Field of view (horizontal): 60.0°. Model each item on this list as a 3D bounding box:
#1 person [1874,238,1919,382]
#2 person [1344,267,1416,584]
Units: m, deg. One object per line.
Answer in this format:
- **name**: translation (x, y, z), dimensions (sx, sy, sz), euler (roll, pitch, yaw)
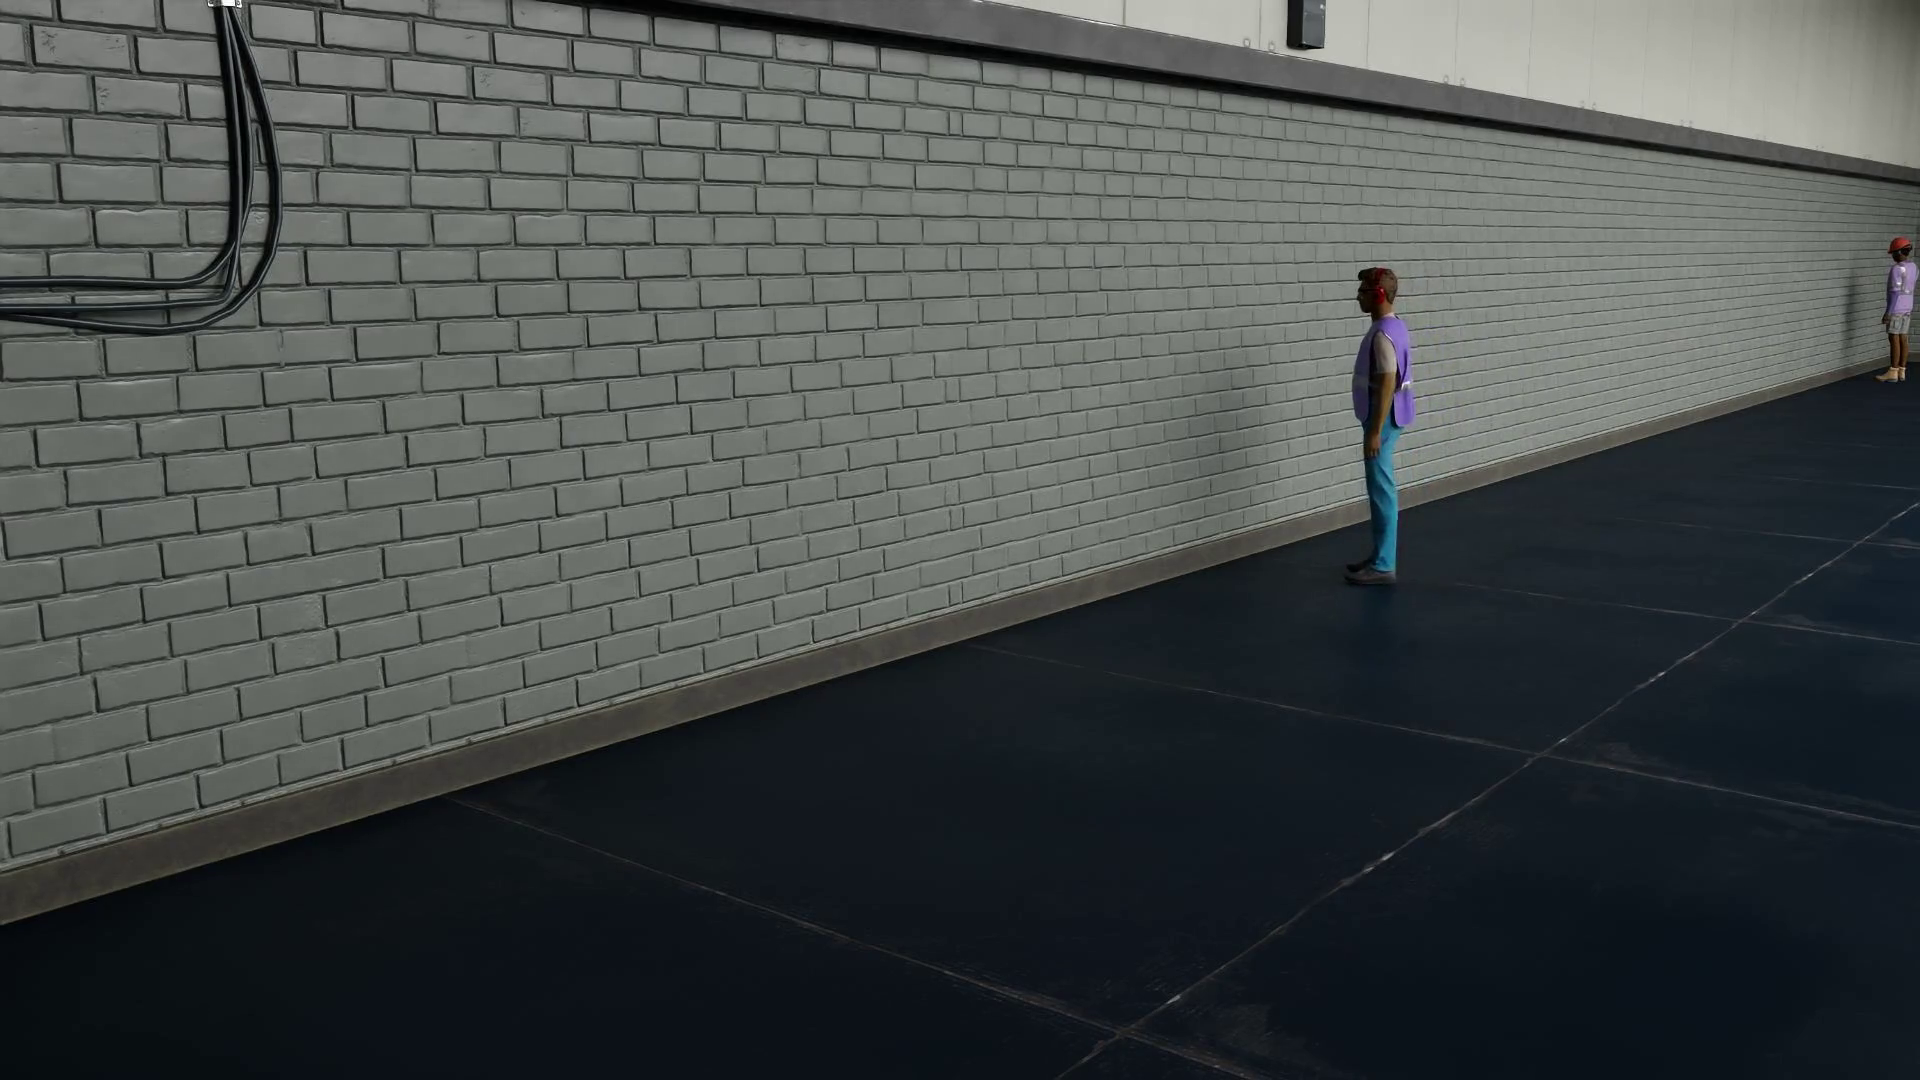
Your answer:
- **person**: translation (13.326, -3.274, 23.675), dimensions (0.605, 2.033, 0.392), euler (-7, 13, -35)
- **person**: translation (2.479, -0.669, 9.762), dimensions (0.373, 1.843, 0.572), euler (3, 11, 17)
